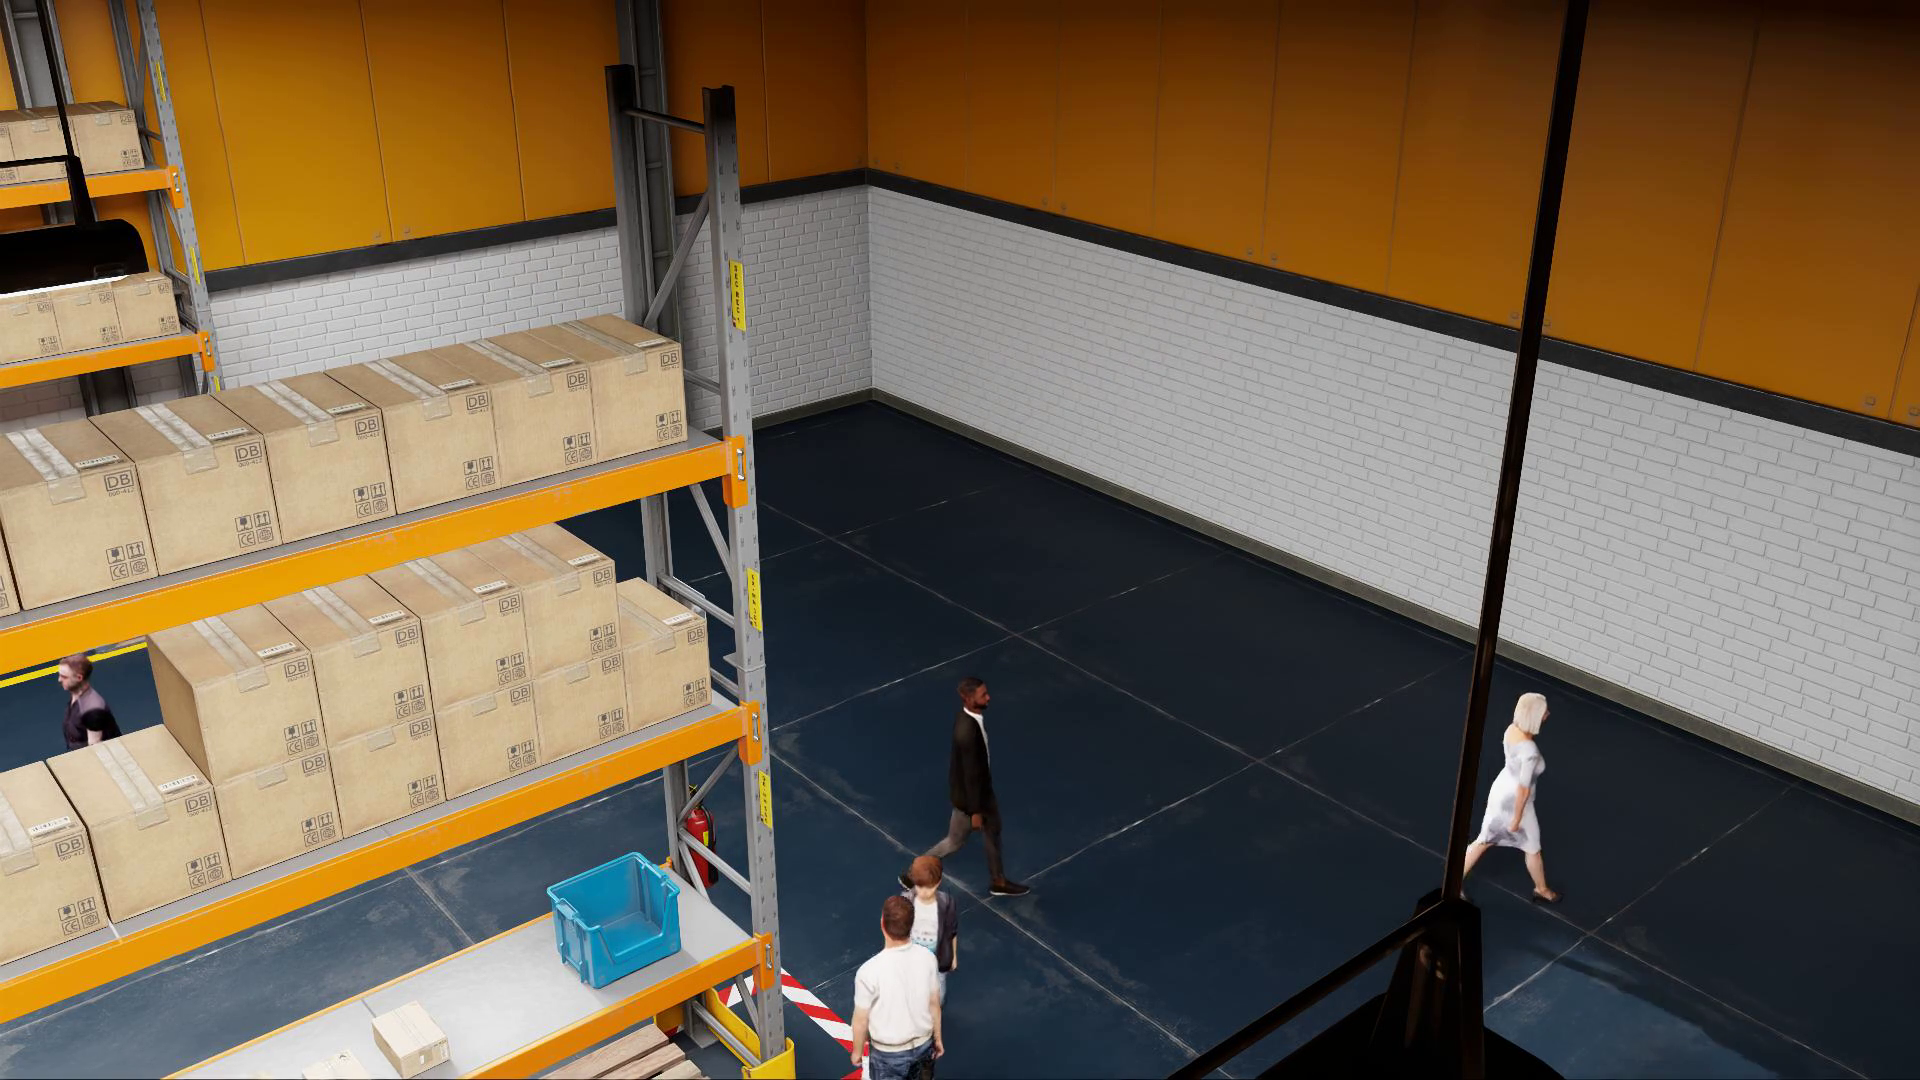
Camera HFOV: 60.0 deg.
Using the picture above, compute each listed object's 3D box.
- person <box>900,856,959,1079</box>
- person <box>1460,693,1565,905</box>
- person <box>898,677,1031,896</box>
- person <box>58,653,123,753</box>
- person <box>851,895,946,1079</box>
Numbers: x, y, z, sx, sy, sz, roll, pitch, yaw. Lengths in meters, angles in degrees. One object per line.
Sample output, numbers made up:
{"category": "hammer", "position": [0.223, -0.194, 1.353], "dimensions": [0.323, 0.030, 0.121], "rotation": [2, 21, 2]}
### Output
{"category": "person", "position": [-0.201, 2.542, 10.249], "dimensions": [0.942, 1.417, 1.018], "rotation": [3, 24, 6]}
{"category": "person", "position": [3.737, 1.839, 11.501], "dimensions": [1.145, 1.702, 0.922], "rotation": [-4, 24, -9]}
{"category": "person", "position": [-0.020, 1.774, 11.573], "dimensions": [1.249, 1.764, 1.163], "rotation": [1, 24, 3]}
{"category": "person", "position": [-6.007, 1.627, 11.864], "dimensions": [1.183, 1.800, 0.714], "rotation": [-21, 31, -39]}
{"category": "person", "position": [-0.292, 2.854, 9.039], "dimensions": [1.111, 1.815, 0.845], "rotation": [-18, 30, -36]}
